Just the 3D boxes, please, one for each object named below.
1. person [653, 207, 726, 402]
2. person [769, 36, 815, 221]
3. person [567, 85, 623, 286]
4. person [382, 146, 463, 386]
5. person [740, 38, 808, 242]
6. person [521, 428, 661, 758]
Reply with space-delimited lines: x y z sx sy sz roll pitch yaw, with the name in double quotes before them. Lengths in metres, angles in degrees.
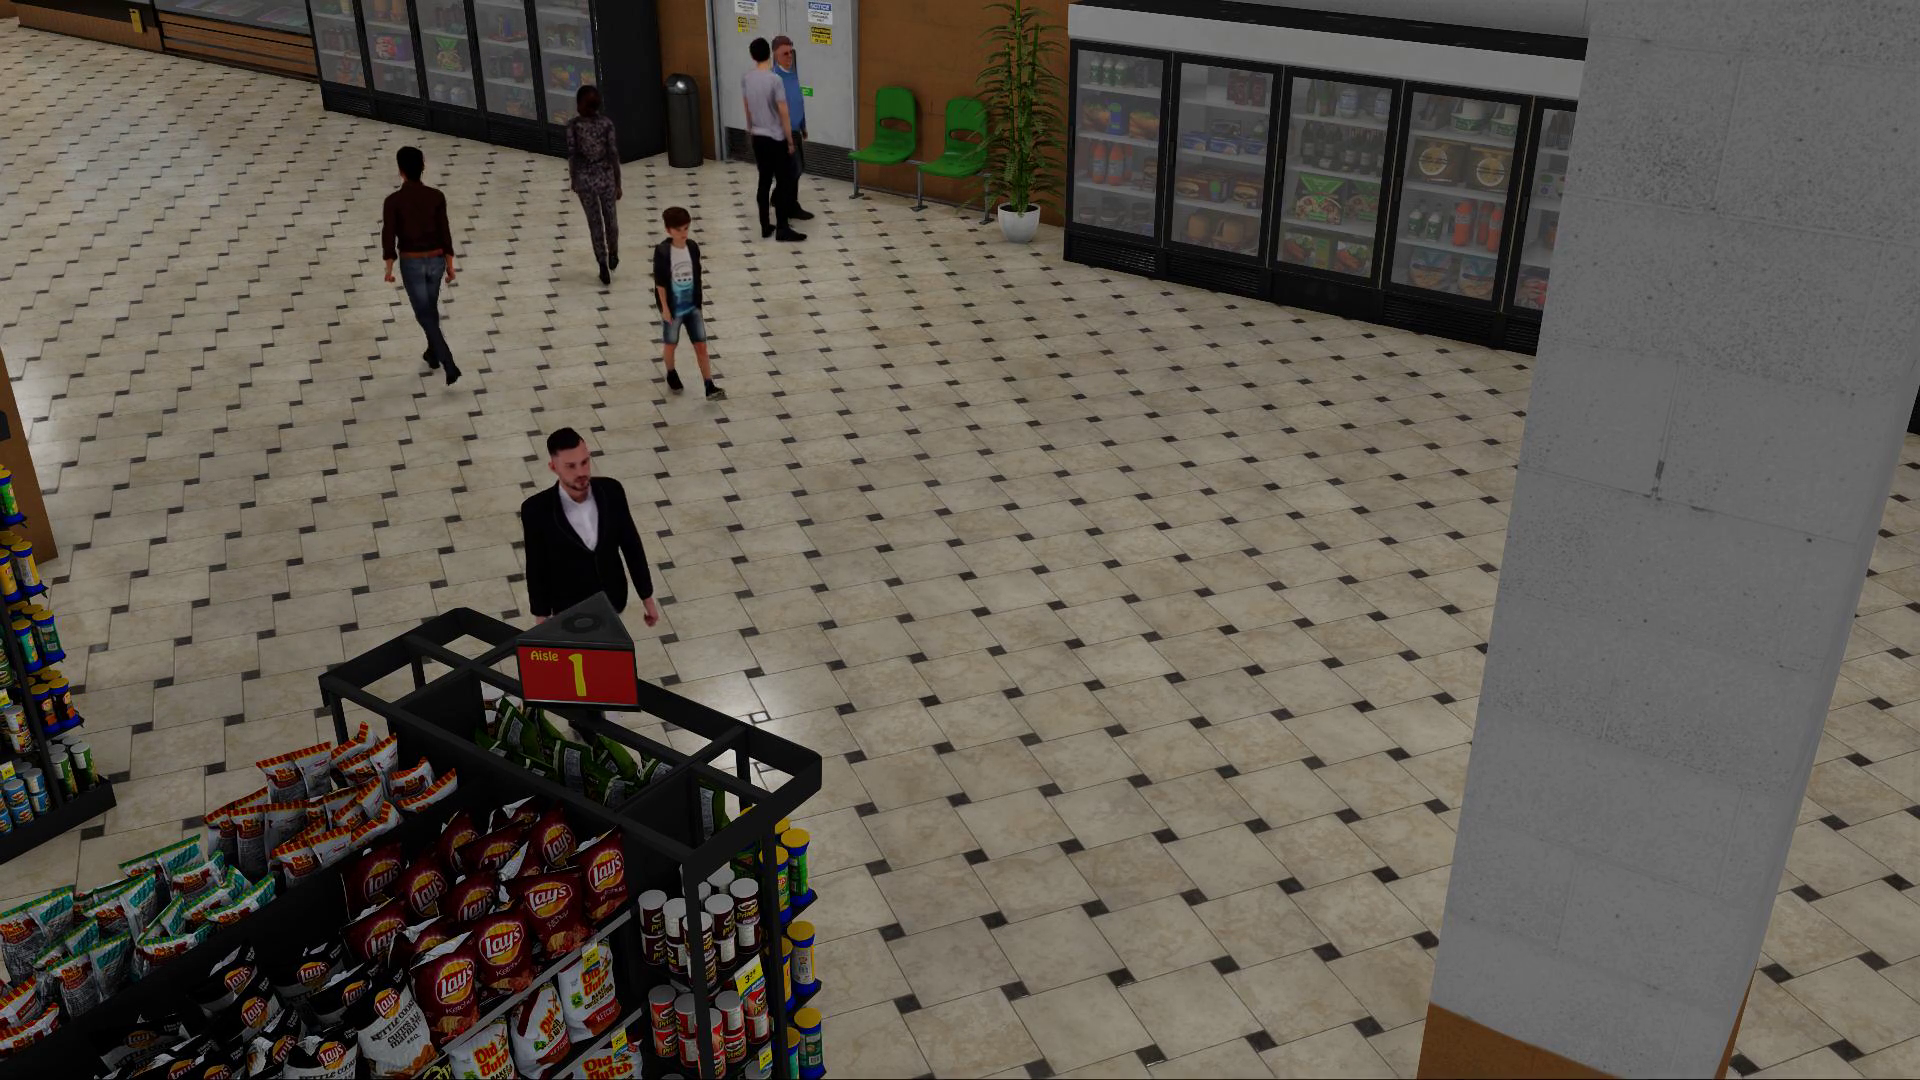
"person" -2.074 -1.729 12.171 0.964 1.412 0.844 -16 31 -28
"person" -1.754 -4.007 16.258 0.892 1.778 0.822 5 27 10
"person" -3.164 -3.064 14.498 0.908 1.689 0.932 -8 28 -16
"person" -3.945 -1.980 12.301 1.142 1.742 0.957 -19 33 -33
"person" -1.784 -3.760 15.690 0.530 1.852 0.795 -23 35 -38
"person" -1.752 0.301 7.755 1.236 1.786 0.992 -19 32 -33
